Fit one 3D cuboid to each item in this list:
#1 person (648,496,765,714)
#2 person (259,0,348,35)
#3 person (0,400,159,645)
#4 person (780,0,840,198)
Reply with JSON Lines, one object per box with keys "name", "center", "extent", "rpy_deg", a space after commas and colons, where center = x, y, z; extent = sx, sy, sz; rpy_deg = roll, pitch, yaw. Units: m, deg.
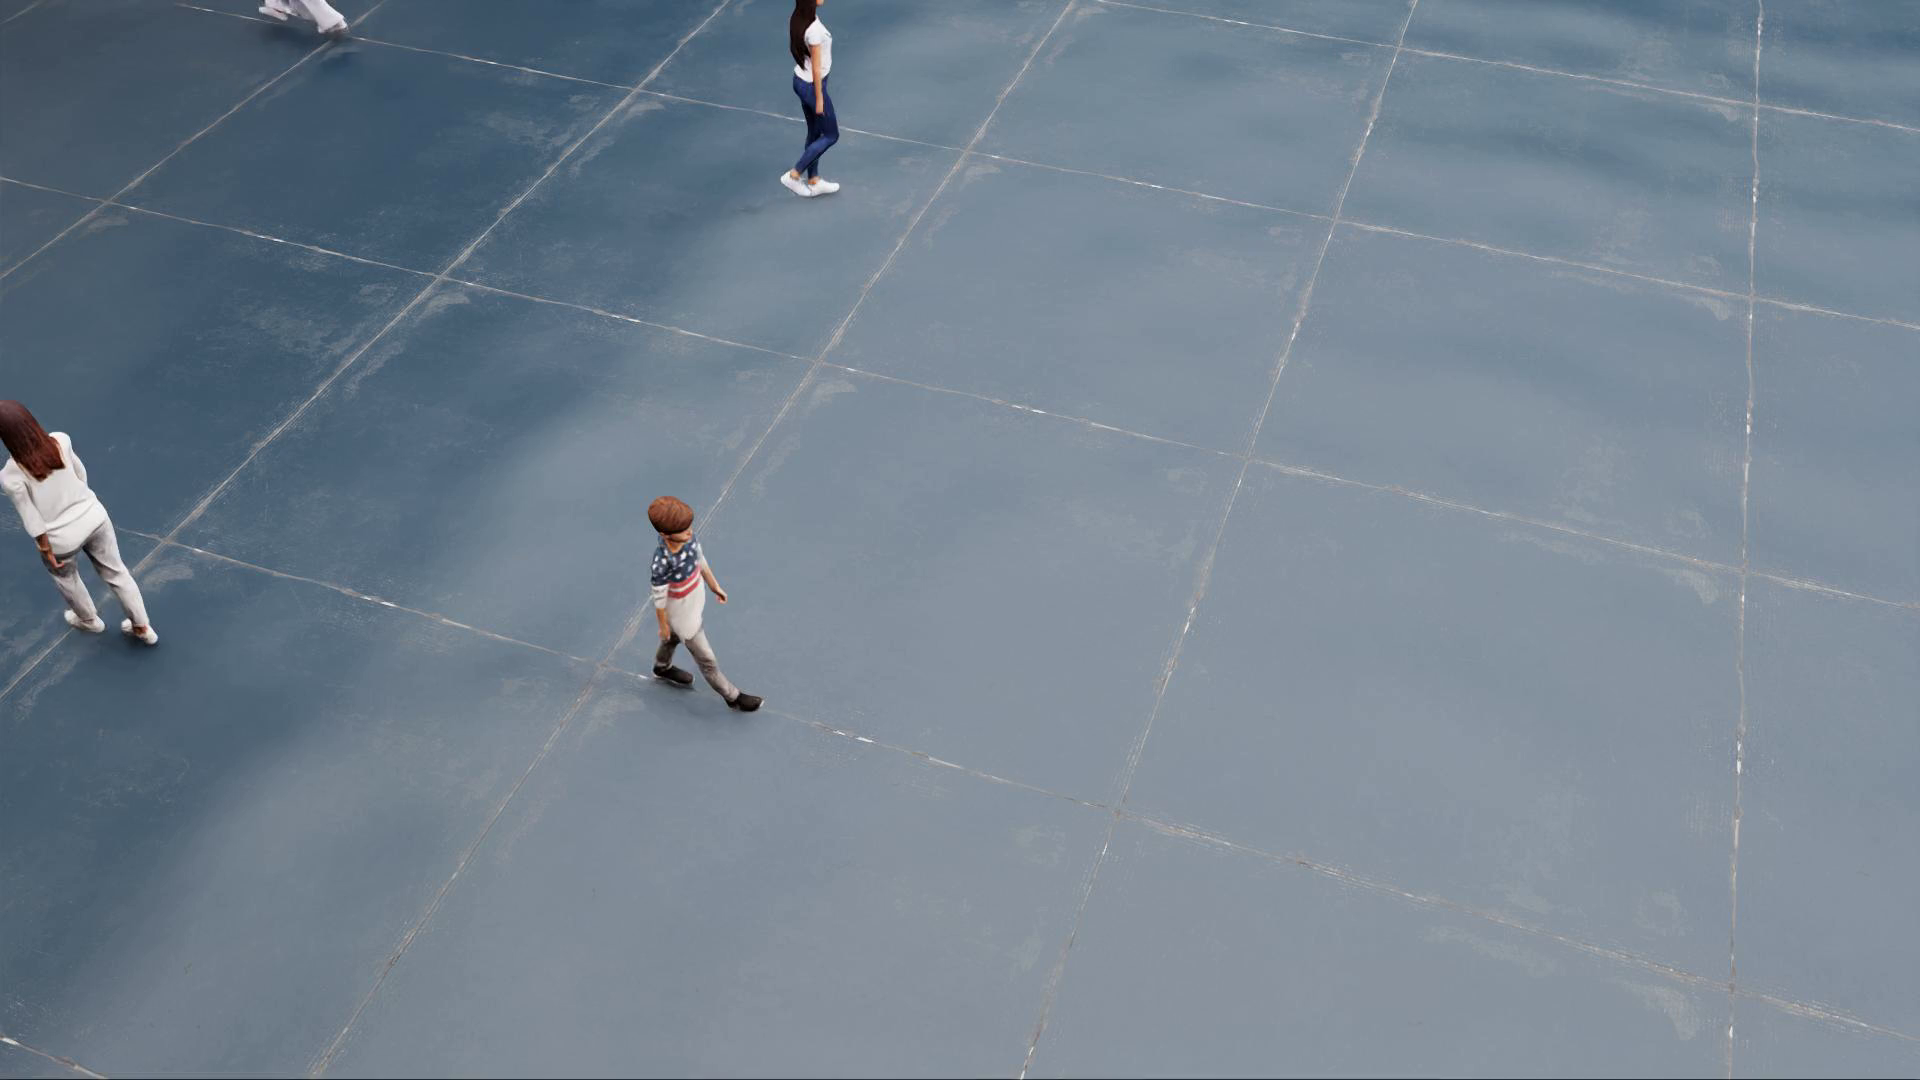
{"name": "person", "center": [-1.505, 0.317, 8.705], "extent": [0.929, 1.402, 0.557], "rpy_deg": [12, 44, 12]}
{"name": "person", "center": [-5.806, -5.254, 14.317], "extent": [1.221, 1.885, 0.669], "rpy_deg": [15, 45, 15]}
{"name": "person", "center": [-4.696, -0.041, 8.895], "extent": [0.857, 1.666, 0.702], "rpy_deg": [24, 48, 23]}
{"name": "person", "center": [-1.185, -3.309, 12.325], "extent": [0.850, 1.762, 0.785], "rpy_deg": [-15, 45, -15]}
